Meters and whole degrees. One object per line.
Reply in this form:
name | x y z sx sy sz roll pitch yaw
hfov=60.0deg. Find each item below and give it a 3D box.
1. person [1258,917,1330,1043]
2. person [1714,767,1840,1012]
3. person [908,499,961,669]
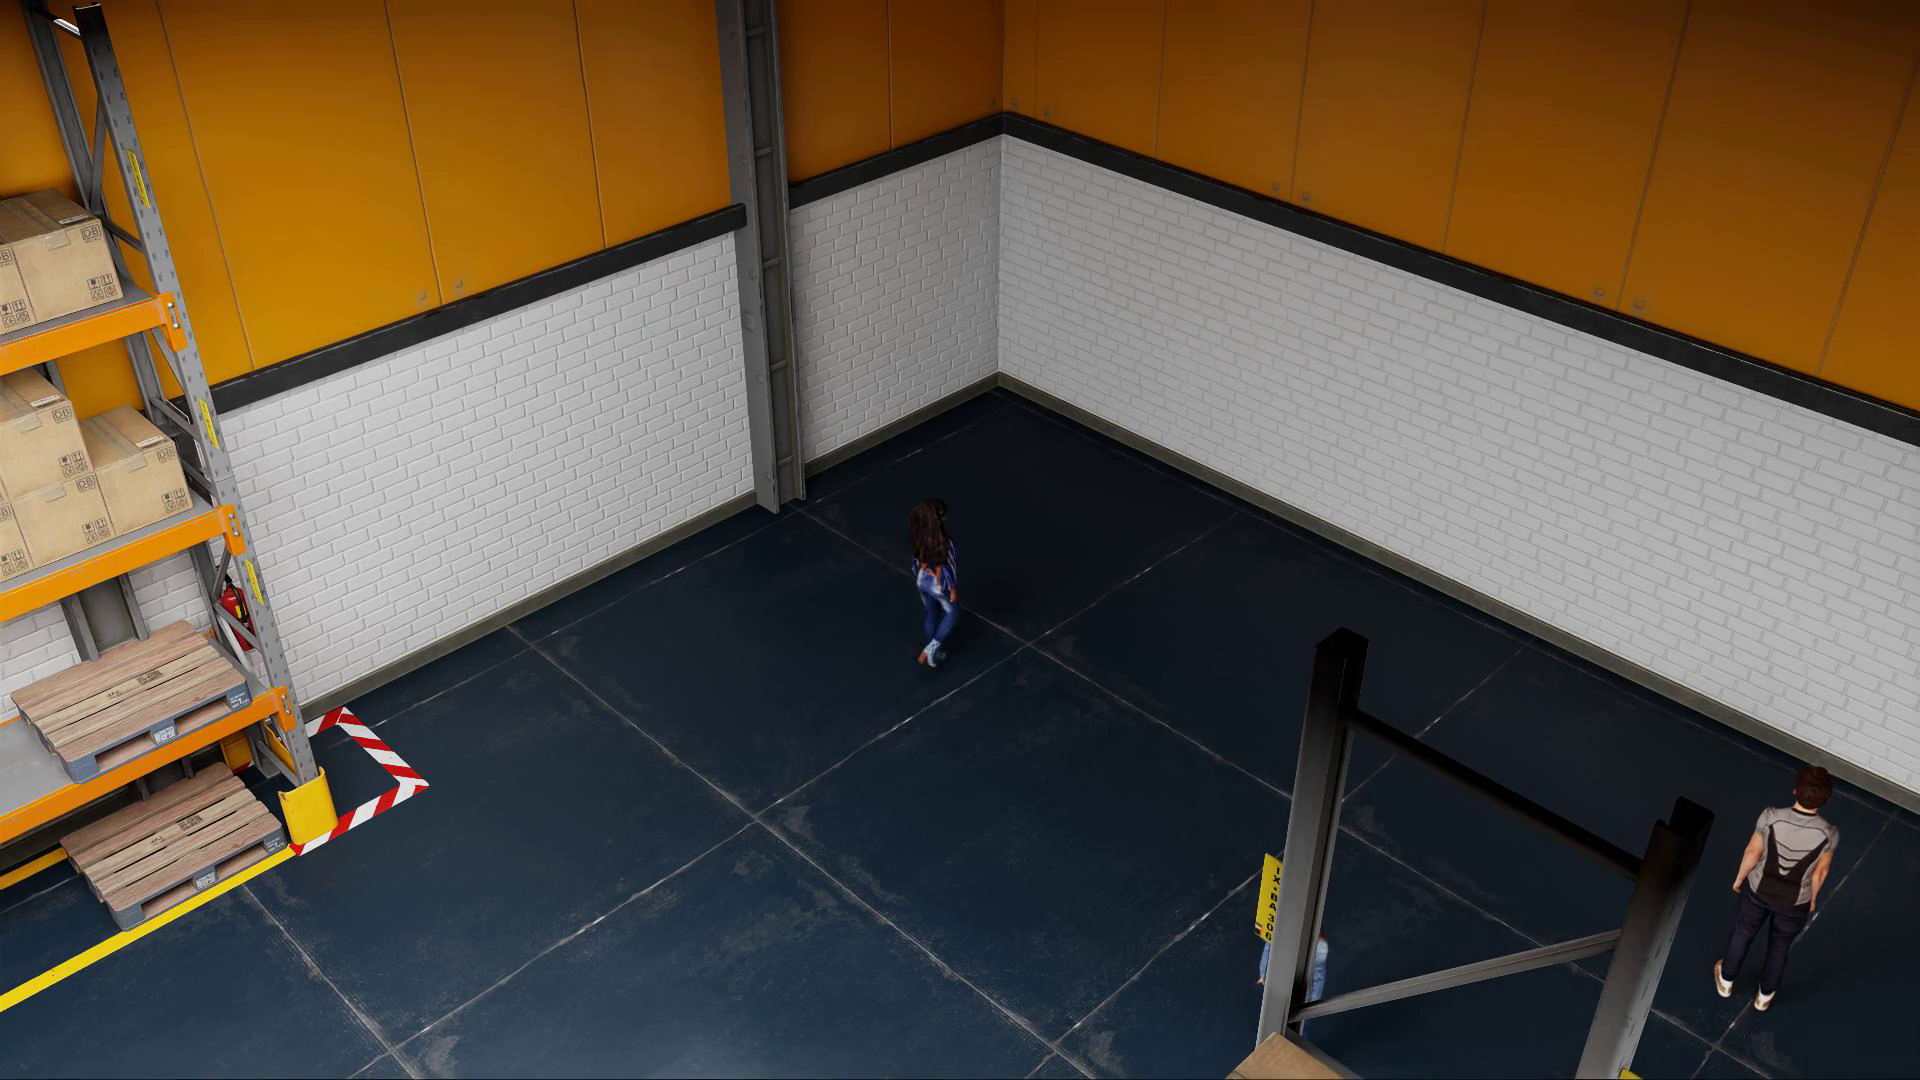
person | 2.034 2.693 10.102 0.581 1.476 0.522 26 41 33
person | 5.159 2.198 10.469 0.695 1.895 0.651 17 37 24
person | -0.233 0.397 13.433 0.663 1.612 0.682 24 40 31
